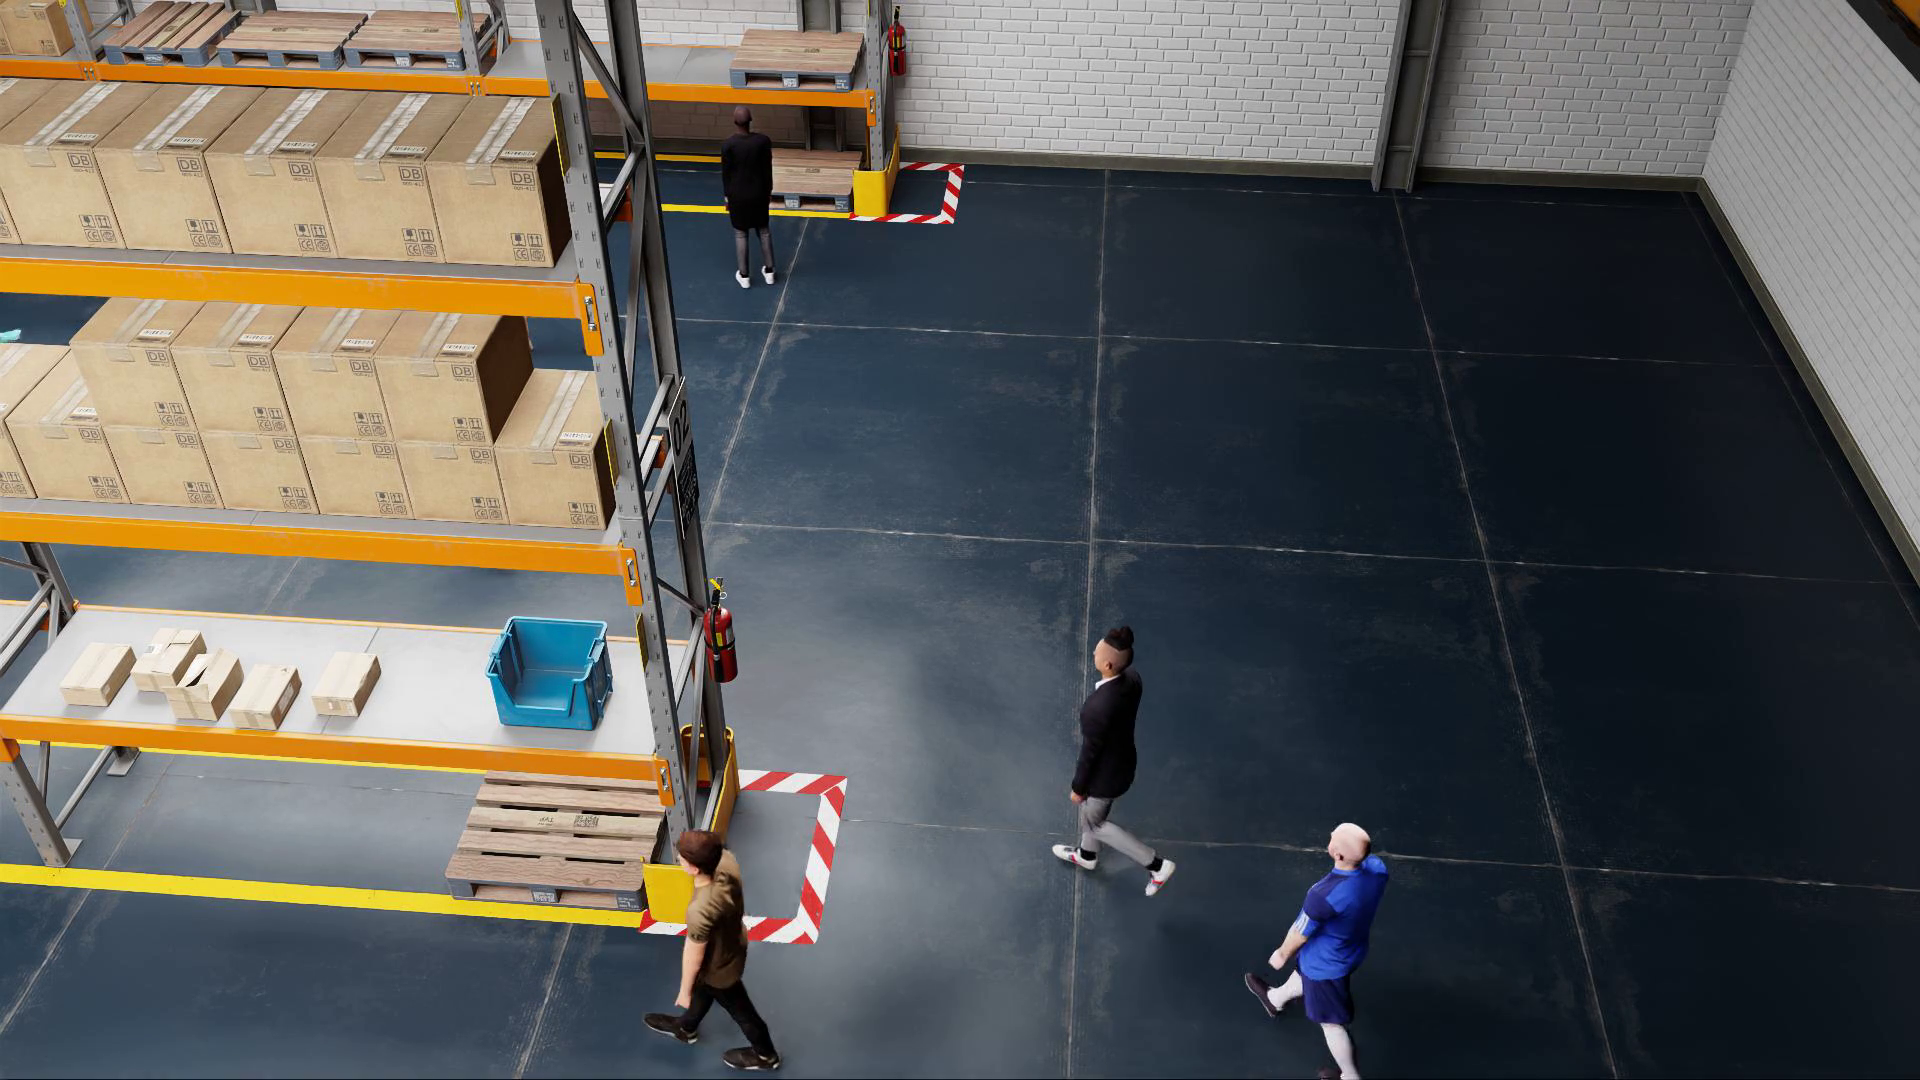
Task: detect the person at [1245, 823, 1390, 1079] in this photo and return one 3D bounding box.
[{"bbox_3d":[1.979,2.212,8.622,1.180,1.792,1.251,-29,47,-31],"label":"person"}]

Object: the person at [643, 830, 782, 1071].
[{"bbox_3d":[-1.156,2.174,8.640,0.995,1.831,0.675,4,39,4],"label":"person"}]

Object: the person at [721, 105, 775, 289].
[{"bbox_3d":[-1.958,-3.173,15.391,0.665,1.761,0.779,-16,41,-19],"label":"person"}]

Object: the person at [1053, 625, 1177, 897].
[{"bbox_3d":[0.935,1.322,9.632,1.139,1.924,0.920,15,41,18],"label":"person"}]
